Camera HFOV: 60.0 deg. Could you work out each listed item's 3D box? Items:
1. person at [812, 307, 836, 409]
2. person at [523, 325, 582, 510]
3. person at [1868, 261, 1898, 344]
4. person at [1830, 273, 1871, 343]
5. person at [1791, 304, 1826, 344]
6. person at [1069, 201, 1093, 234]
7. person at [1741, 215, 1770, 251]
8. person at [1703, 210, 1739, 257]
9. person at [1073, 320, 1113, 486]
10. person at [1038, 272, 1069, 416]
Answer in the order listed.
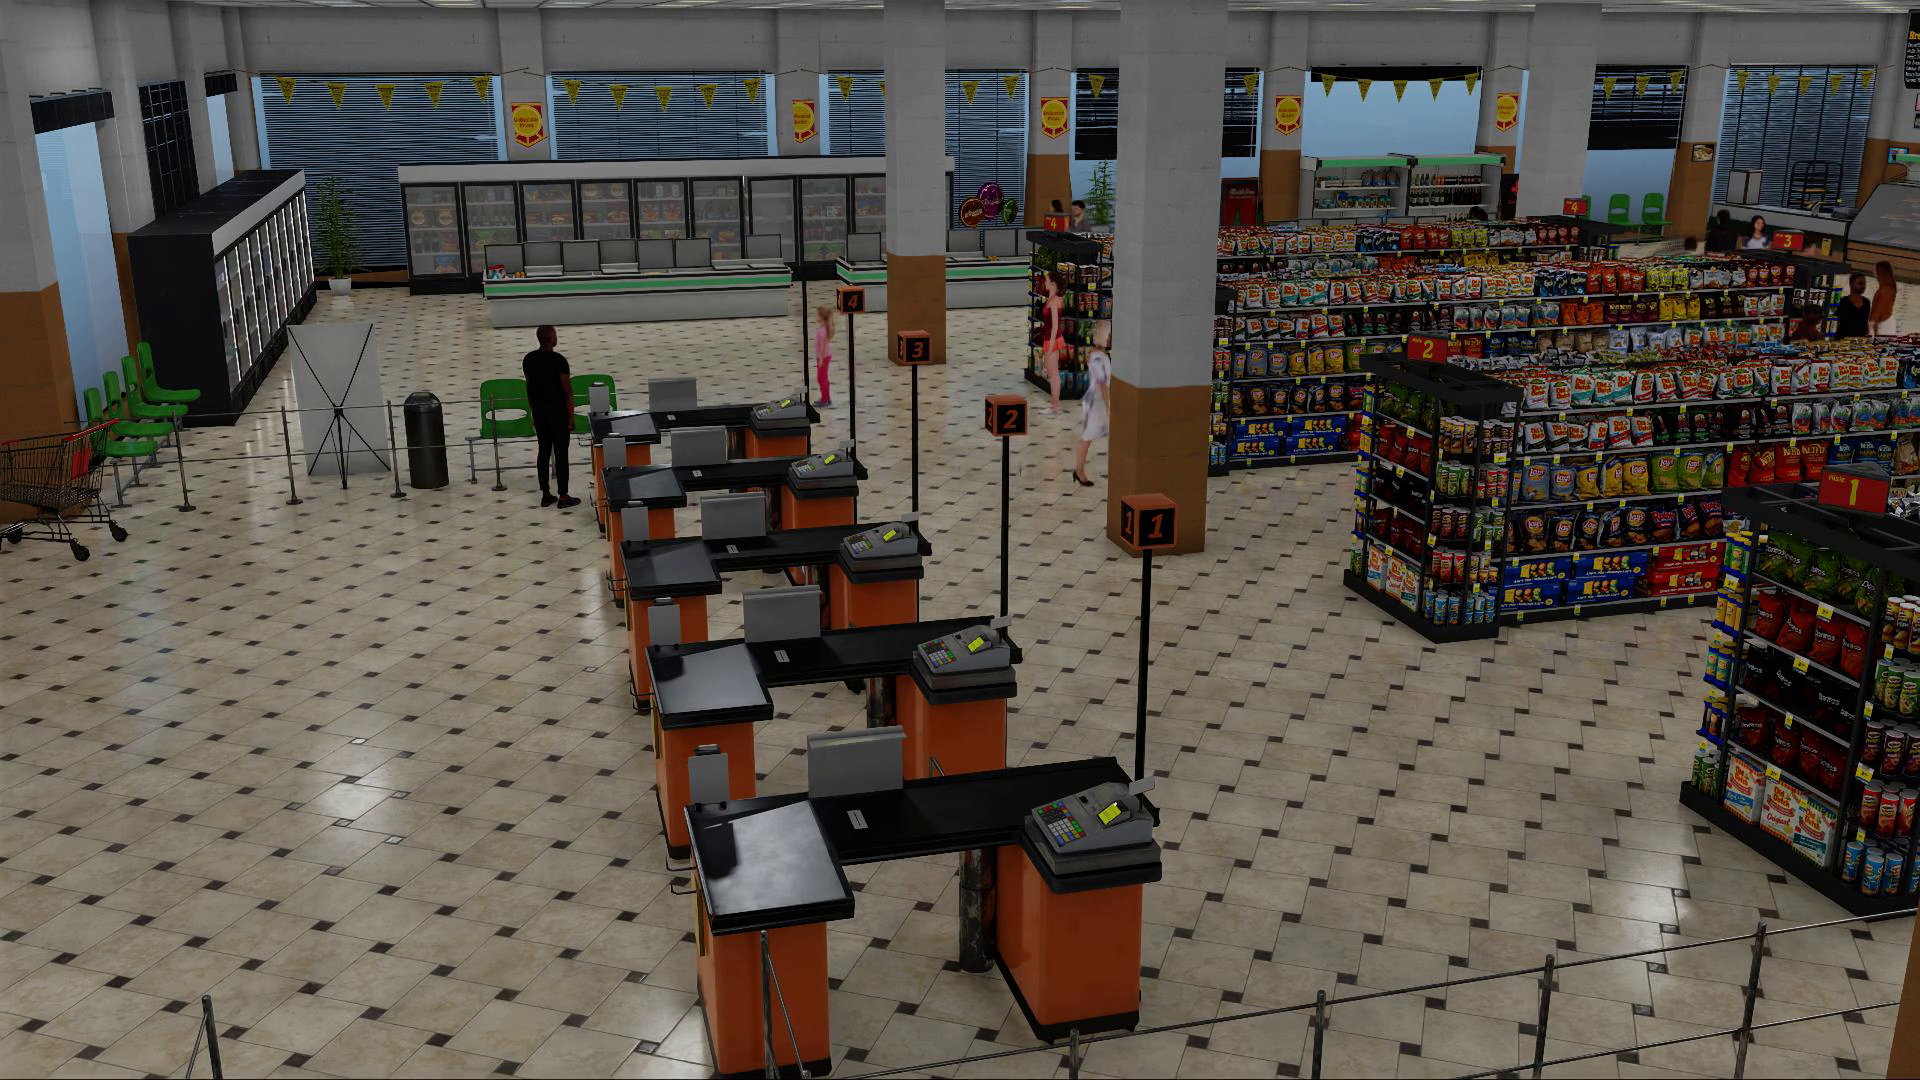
[{"bbox_3d":[-1.700,-2.316,21.001,0.595,1.269,0.563,0,17,1],"label":"person"},{"bbox_3d":[-4.055,-1.228,16.472,0.697,1.819,0.802,6,18,20],"label":"person"},{"bbox_3d":[12.246,-2.795,21.878,1.093,1.676,1.048,11,20,32],"label":"person"},{"bbox_3d":[10.694,-2.321,20.133,1.016,1.784,0.731,-4,17,-12],"label":"person"},{"bbox_3d":[9.224,-1.744,18.362,1.044,1.708,0.710,-8,19,-26],"label":"person"},{"bbox_3d":[2.072,-4.724,27.868,1.107,1.887,0.894,-11,20,-32],"label":"person"},{"bbox_3d":[13.100,-4.514,27.553,1.077,1.669,0.750,-3,17,-8],"label":"person"},{"bbox_3d":[12.288,-4.384,26.864,0.815,1.820,0.825,-3,17,-9],"label":"person"},{"bbox_3d":[1.334,-1.396,17.189,0.947,1.724,0.835,6,18,18],"label":"person"},{"bbox_3d":[1.150,-2.449,20.608,0.669,1.753,0.646,3,17,8],"label":"person"}]
